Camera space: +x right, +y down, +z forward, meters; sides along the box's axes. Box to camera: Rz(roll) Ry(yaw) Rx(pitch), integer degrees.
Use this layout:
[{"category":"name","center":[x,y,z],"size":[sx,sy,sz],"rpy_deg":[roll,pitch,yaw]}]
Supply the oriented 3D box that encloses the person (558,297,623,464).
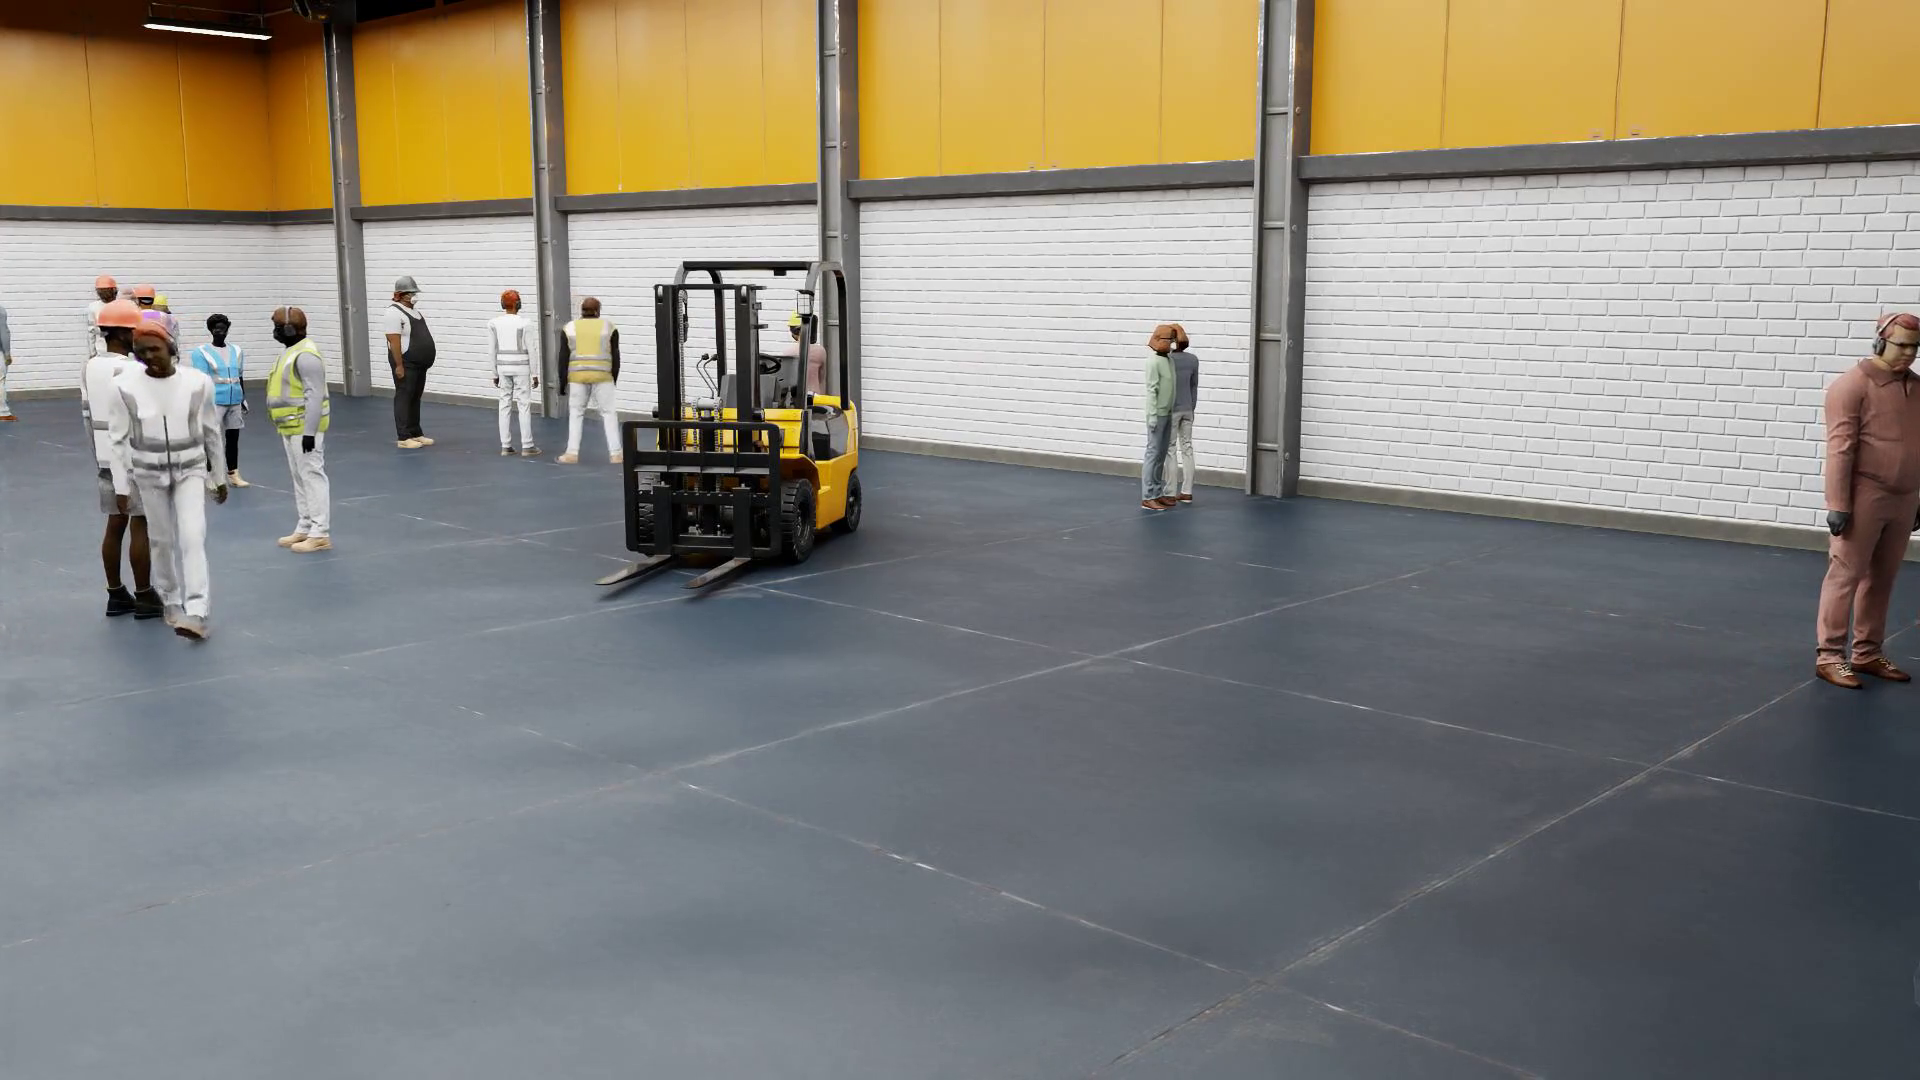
[{"category":"person","center":[-4.021,-1.725,18.142],"size":[0.870,1.814,0.432],"rpy_deg":[0,9,-2]}]

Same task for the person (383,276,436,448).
[{"category":"person","center":[-6.519,-2.122,19.821],"size":[0.538,2.000,0.681],"rpy_deg":[1,9,5]}]

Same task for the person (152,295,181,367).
[{"category":"person","center":[-11.619,-2.693,24.240],"size":[0.312,1.742,0.497],"rpy_deg":[7,12,37]}]

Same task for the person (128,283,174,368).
[{"category":"person","center":[-10.017,-2.196,20.588],"size":[0.543,1.939,0.360],"rpy_deg":[-8,12,-39]}]

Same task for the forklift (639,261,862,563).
[{"category":"forklift","center":[-1.552,-1.040,12.721],"size":[1.214,2.155,2.313],"rpy_deg":[2,9,11]}]

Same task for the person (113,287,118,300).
[{"category":"person","center":[-11.899,-2.654,23.511],"size":[0.719,1.897,0.615],"rpy_deg":[3,10,20]}]

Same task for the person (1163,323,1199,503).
[{"category":"person","center":[1.936,-1.132,15.000],"size":[0.499,1.633,0.281],"rpy_deg":[-7,11,-36]}]

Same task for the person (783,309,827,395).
[{"category":"person","center":[-1.398,-1.175,14.859],"size":[0.311,1.769,0.522],"rpy_deg":[7,12,37]}]

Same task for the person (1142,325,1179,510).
[{"category":"person","center":[1.782,-1.087,14.720],"size":[0.266,1.631,0.507],"rpy_deg":[5,10,27]}]

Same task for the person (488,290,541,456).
[{"category":"person","center":[-5.056,-1.892,18.895],"size":[0.575,1.884,0.355],"rpy_deg":[2,9,11]}]

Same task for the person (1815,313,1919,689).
[{"category":"person","center":[4.683,-0.198,8.463],"size":[0.652,1.898,0.402],"rpy_deg":[-4,10,-24]}]

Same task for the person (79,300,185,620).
[{"category":"person","center":[-5.040,-0.483,10.097],"size":[0.551,1.933,0.352],"rpy_deg":[5,10,27]}]

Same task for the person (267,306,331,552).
[{"category":"person","center":[-4.978,-0.832,12.534],"size":[0.430,1.841,0.624],"rpy_deg":[-6,11,-34]}]

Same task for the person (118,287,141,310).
[{"category":"person","center":[-10.894,-2.389,21.981],"size":[0.485,1.878,0.686],"rpy_deg":[-6,11,-32]}]

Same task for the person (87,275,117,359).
[{"category":"person","center":[-11.601,-2.594,22.737],"size":[0.654,2.038,0.410],"rpy_deg":[0,9,-2]}]

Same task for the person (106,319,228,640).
[{"category":"person","center":[-4.535,-0.350,9.562],"size":[0.612,1.829,1.003],"rpy_deg":[-4,10,-25]}]

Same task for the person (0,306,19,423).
[{"category":"person","center":[-13.379,-2.576,22.920],"size":[0.629,1.940,0.379],"rpy_deg":[1,9,5]}]

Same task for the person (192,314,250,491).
[{"category":"person","center":[-7.076,-1.321,15.952],"size":[0.317,1.698,0.540],"rpy_deg":[6,11,32]}]
